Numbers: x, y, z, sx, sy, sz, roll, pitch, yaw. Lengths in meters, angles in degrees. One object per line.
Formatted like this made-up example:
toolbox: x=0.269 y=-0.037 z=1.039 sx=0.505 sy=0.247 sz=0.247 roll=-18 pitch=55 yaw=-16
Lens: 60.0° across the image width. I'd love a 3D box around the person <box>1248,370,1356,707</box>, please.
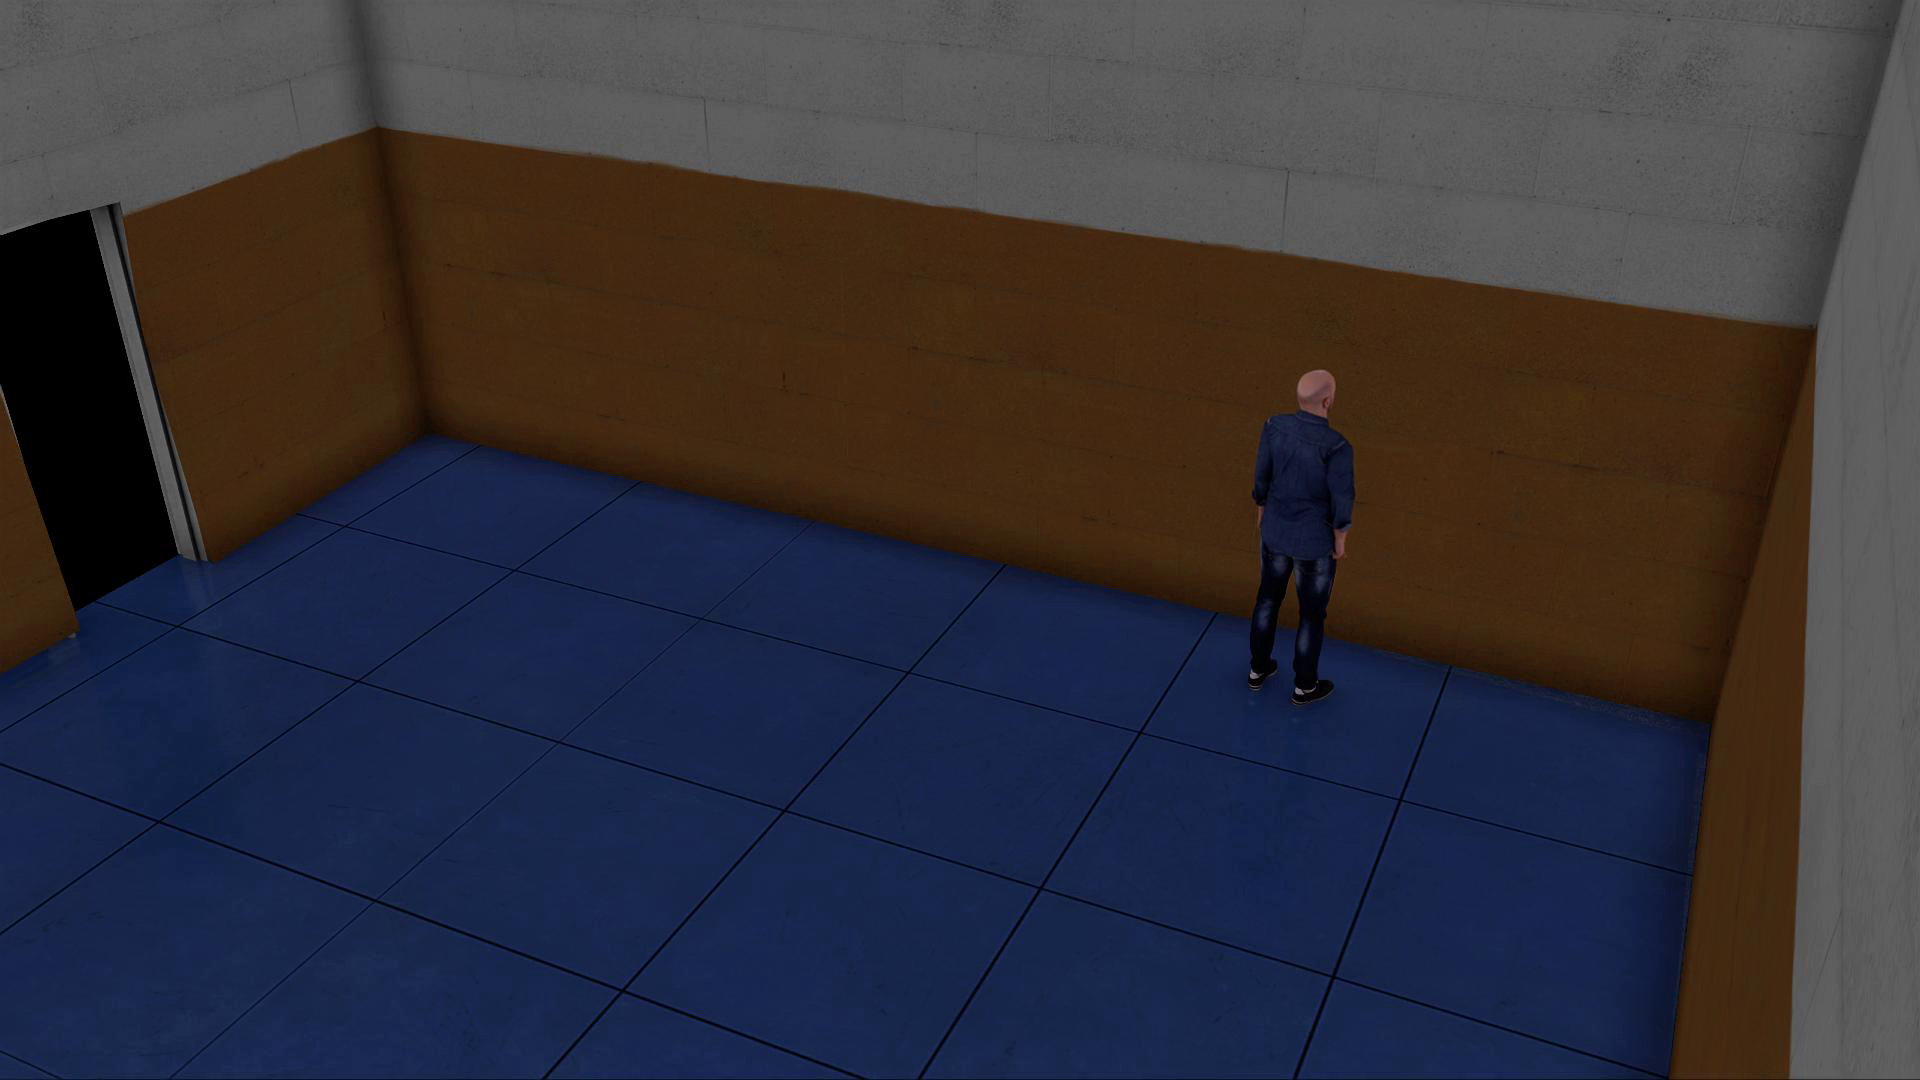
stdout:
person: x=1.738 y=-0.014 z=8.503 sx=0.635 sy=1.824 sz=0.838 roll=23 pitch=36 yaw=35
